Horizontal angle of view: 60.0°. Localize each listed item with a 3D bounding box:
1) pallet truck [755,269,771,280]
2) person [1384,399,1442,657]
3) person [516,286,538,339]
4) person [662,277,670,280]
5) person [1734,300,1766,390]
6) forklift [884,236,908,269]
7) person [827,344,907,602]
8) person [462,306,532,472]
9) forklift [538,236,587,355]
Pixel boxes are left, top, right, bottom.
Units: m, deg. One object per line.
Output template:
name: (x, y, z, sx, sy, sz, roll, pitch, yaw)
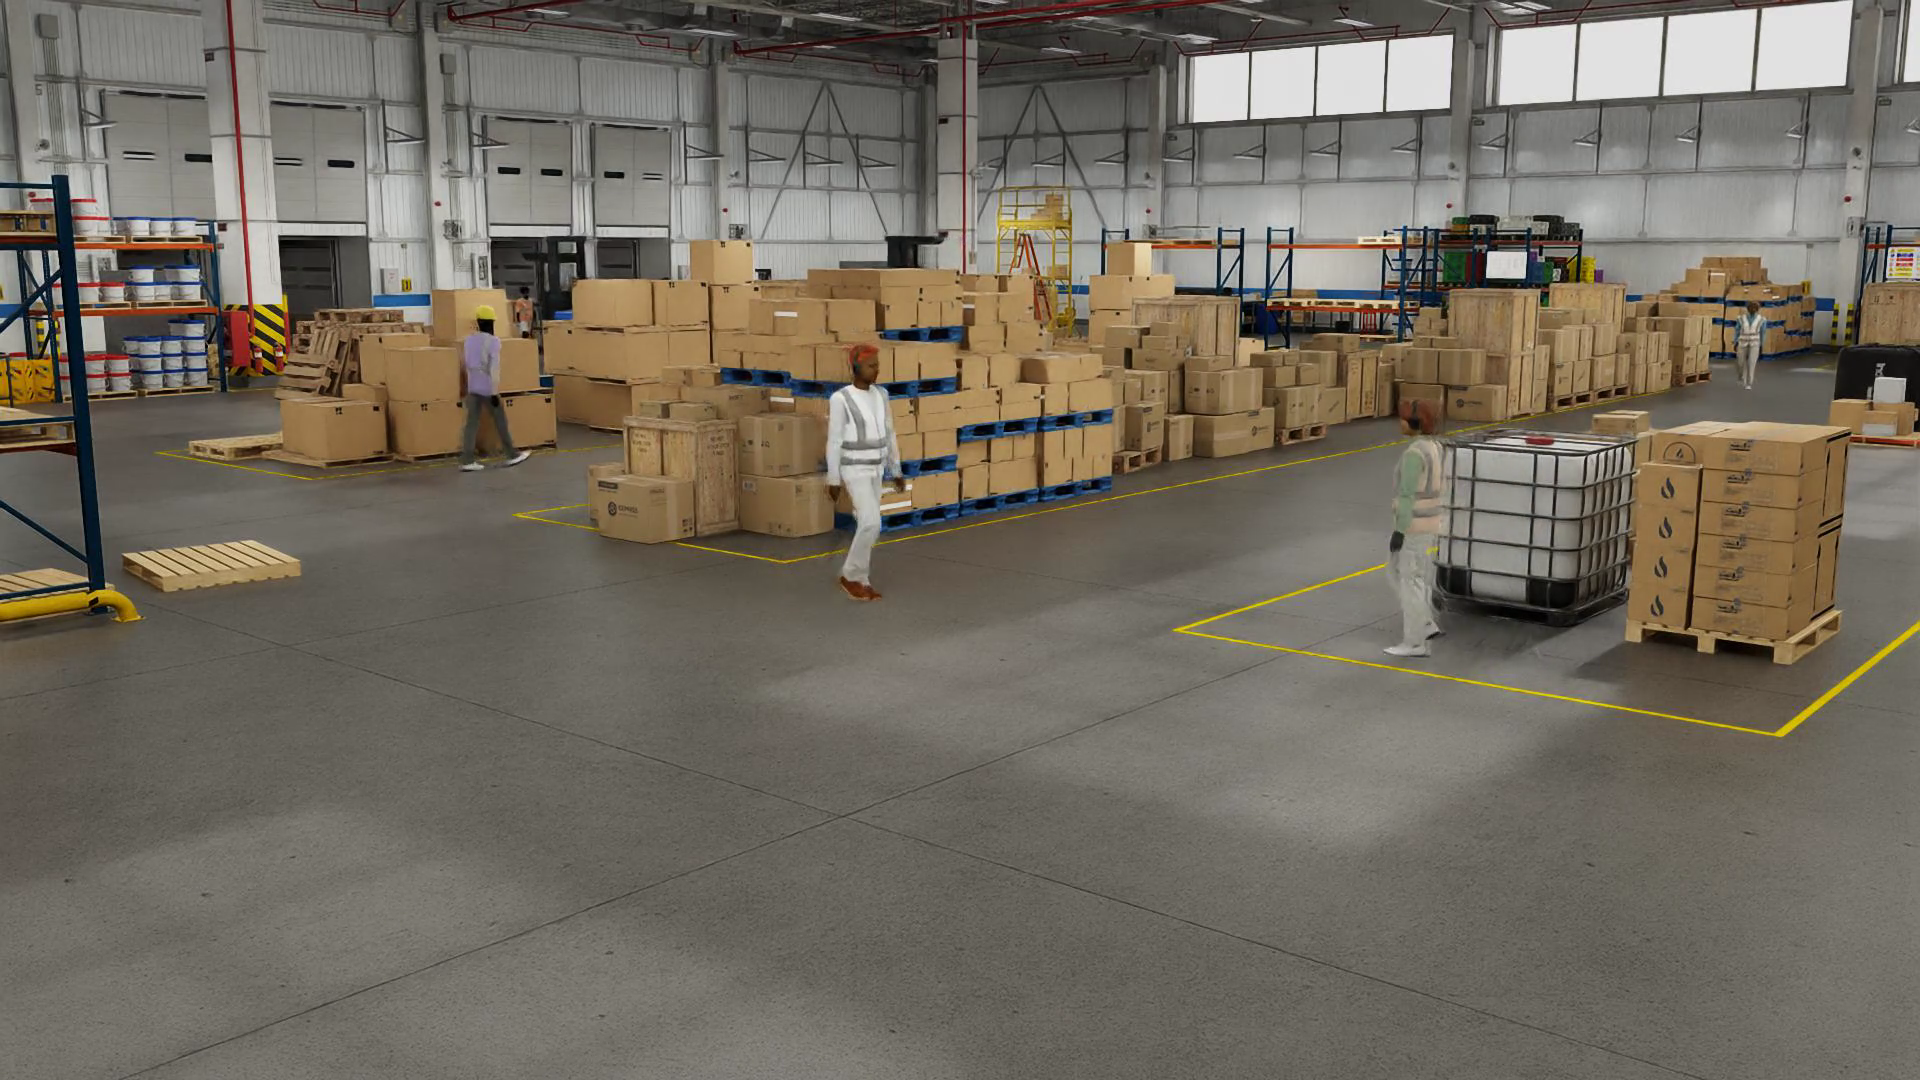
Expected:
pallet truck: (-4.996, -6.432, 45.525, 1.885, 1.965, 0.823, -6, 12, -32)
person: (2.811, -0.067, 10.360, 0.368, 1.627, 0.516, 4, 11, 22)
person: (-10.182, -5.129, 39.090, 0.639, 1.665, 0.554, 5, 11, 27)
person: (-6.337, -4.702, 35.896, 0.636, 1.928, 0.391, -5, 11, -27)
person: (14.239, -3.519, 30.012, 0.516, 1.625, 0.402, 6, 11, 30)
forklift: (-1.486, -5.793, 39.376, 1.873, 2.768, 1.129, 2, 10, 12)
person: (-0.658, -0.467, 11.926, 0.424, 1.867, 0.580, 6, 12, 31)
person: (-5.433, -1.751, 19.201, 0.610, 1.874, 0.968, 6, 12, 30)
forklift: (-9.174, -5.727, 38.997, 1.873, 2.768, 1.129, 8, 13, 40)
